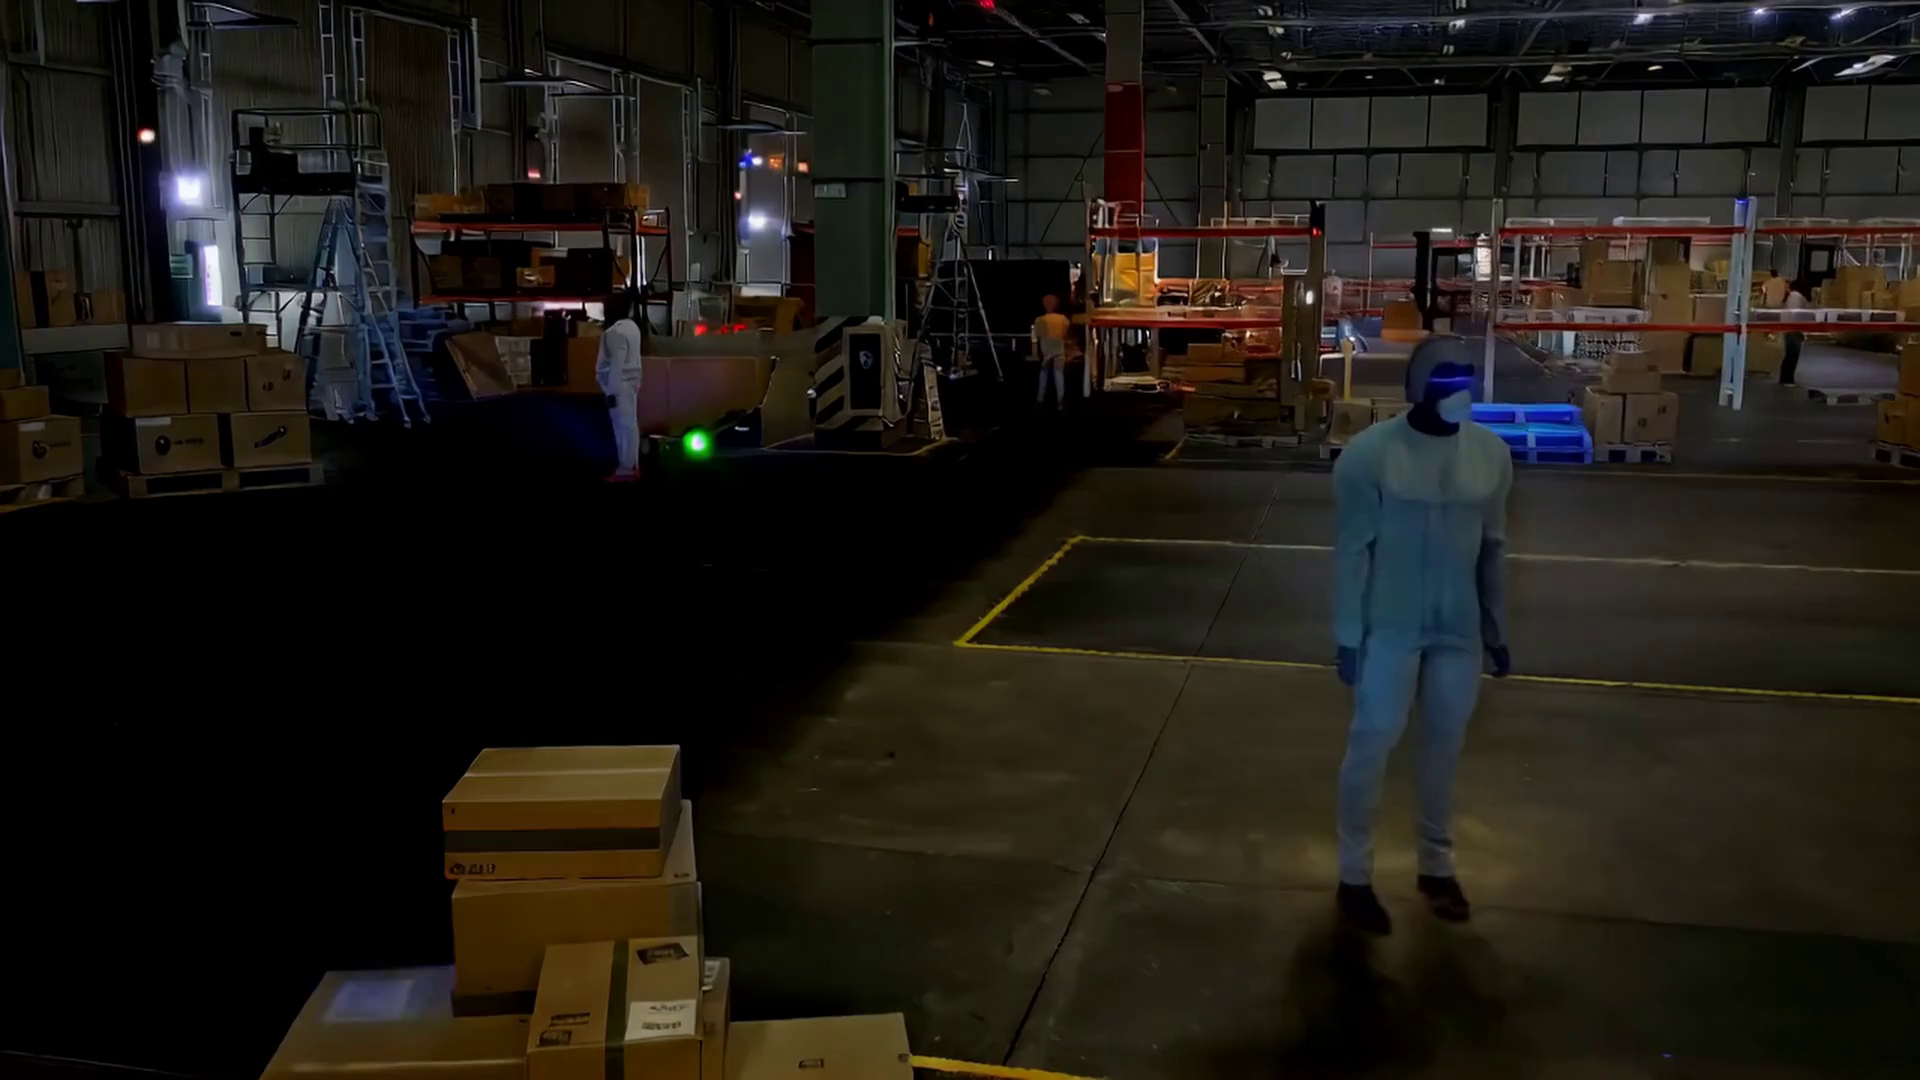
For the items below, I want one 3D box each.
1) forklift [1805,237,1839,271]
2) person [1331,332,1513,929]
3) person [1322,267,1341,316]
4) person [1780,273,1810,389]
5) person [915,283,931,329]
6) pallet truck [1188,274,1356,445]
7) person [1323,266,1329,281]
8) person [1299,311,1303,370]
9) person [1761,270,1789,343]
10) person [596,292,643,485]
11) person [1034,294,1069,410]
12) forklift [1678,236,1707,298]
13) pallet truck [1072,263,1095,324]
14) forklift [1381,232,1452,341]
[{"bbox_3d":[27.665,-8.357,53.612,1.129,2.768,1.873,2,10,14],"label":"forklift"},{"bbox_3d":[1.505,0.294,5.449,0.633,1.938,0.377,-2,10,-14],"label":"person"},{"bbox_3d":[10.259,-6.603,46.117,0.557,1.918,0.800,9,13,43],"label":"person"},{"bbox_3d":[13.902,-3.473,27.685,0.372,1.916,0.596,9,13,43],"label":"person"},{"bbox_3d":[-1.104,-7.378,50.649,0.544,1.930,0.388,-5,11,-27],"label":"person"},{"bbox_3d":[3.653,-2.138,19.590,1.885,1.965,0.823,-4,10,-20],"label":"pallet truck"},{"bbox_3d":[11.459,-7.668,52.438,0.966,1.894,0.663,6,11,30],"label":"person"},{"bbox_3d":[6.733,-4.127,32.066,0.485,1.739,0.319,-8,13,-40],"label":"person"},{"bbox_3d":[20.832,-5.976,42.538,0.650,1.891,1.030,4,10,21],"label":"person"},{"bbox_3d":[-3.272,-1.447,15.993,0.429,1.842,0.644,1,10,4],"label":"person"},{"bbox_3d":[1.330,-2.709,23.952,0.531,1.659,0.869,-2,10,-12],"label":"person"},{"bbox_3d":[21.538,-7.774,50.175,1.129,2.768,1.873,-3,10,-18],"label":"forklift"},{"bbox_3d":[4.325,-8.180,55.162,0.823,1.965,1.885,6,11,31],"label":"pallet truck"},{"bbox_3d":[11.945,-6.580,43.146,1.873,2.768,1.129,2,10,14],"label":"forklift"}]
